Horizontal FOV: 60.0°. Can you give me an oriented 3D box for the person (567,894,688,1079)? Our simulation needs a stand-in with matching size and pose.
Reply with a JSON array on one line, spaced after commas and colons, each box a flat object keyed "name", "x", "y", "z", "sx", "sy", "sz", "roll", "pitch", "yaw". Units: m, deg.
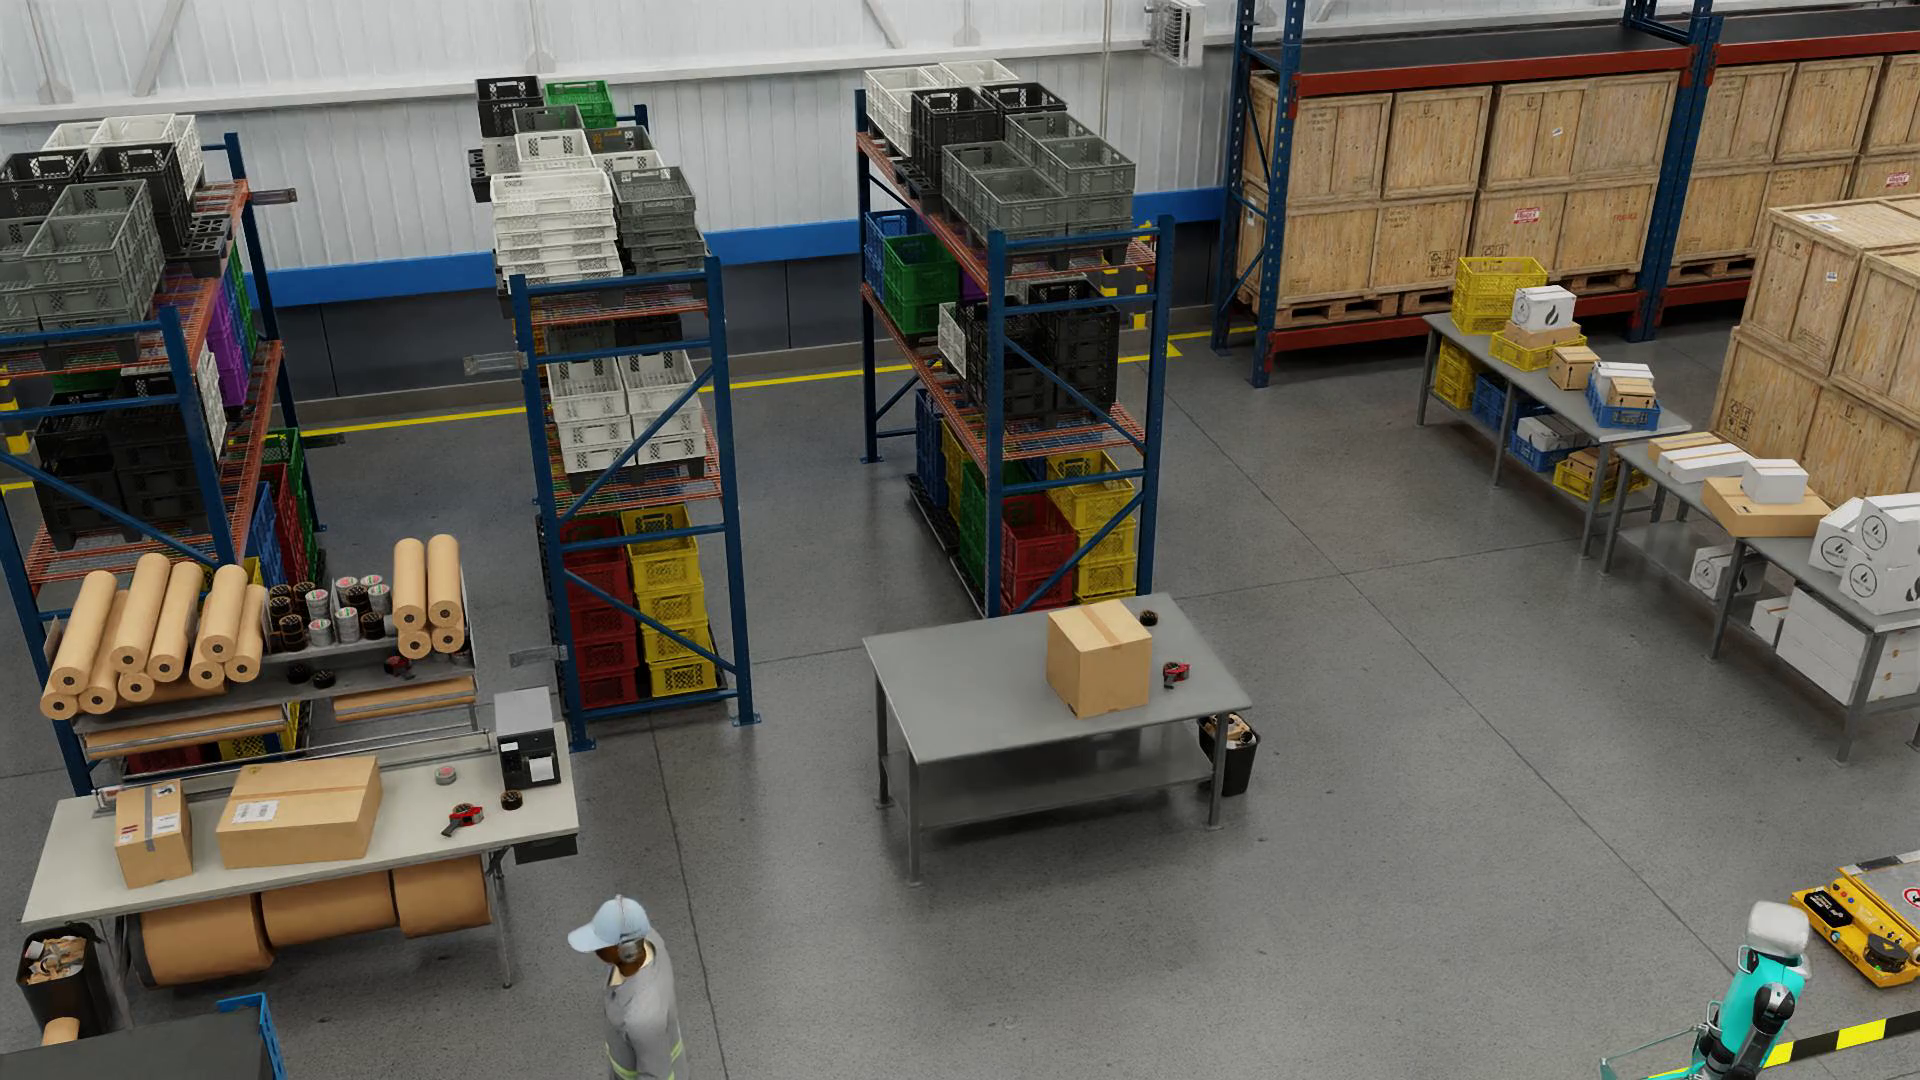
[{"name": "person", "x": -1.277, "y": 2.147, "z": 6.611, "sx": 0.384, "sy": 1.851, "sz": 0.596, "roll": -7, "pitch": 30, "yaw": -13}]

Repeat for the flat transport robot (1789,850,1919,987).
[{"name": "flat transport robot", "x": 5.163, "y": 1.916, "z": 8.676, "sx": 1.431, "sy": 0.231, "sz": 0.659, "roll": -8, "pitch": 30, "yaw": -14}]

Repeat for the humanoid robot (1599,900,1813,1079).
[{"name": "humanoid robot", "x": 2.862, "y": 2.099, "z": 6.678, "sx": 0.735, "sy": 1.677, "sz": 0.533, "roll": 12, "pitch": 31, "yaw": 21}]
